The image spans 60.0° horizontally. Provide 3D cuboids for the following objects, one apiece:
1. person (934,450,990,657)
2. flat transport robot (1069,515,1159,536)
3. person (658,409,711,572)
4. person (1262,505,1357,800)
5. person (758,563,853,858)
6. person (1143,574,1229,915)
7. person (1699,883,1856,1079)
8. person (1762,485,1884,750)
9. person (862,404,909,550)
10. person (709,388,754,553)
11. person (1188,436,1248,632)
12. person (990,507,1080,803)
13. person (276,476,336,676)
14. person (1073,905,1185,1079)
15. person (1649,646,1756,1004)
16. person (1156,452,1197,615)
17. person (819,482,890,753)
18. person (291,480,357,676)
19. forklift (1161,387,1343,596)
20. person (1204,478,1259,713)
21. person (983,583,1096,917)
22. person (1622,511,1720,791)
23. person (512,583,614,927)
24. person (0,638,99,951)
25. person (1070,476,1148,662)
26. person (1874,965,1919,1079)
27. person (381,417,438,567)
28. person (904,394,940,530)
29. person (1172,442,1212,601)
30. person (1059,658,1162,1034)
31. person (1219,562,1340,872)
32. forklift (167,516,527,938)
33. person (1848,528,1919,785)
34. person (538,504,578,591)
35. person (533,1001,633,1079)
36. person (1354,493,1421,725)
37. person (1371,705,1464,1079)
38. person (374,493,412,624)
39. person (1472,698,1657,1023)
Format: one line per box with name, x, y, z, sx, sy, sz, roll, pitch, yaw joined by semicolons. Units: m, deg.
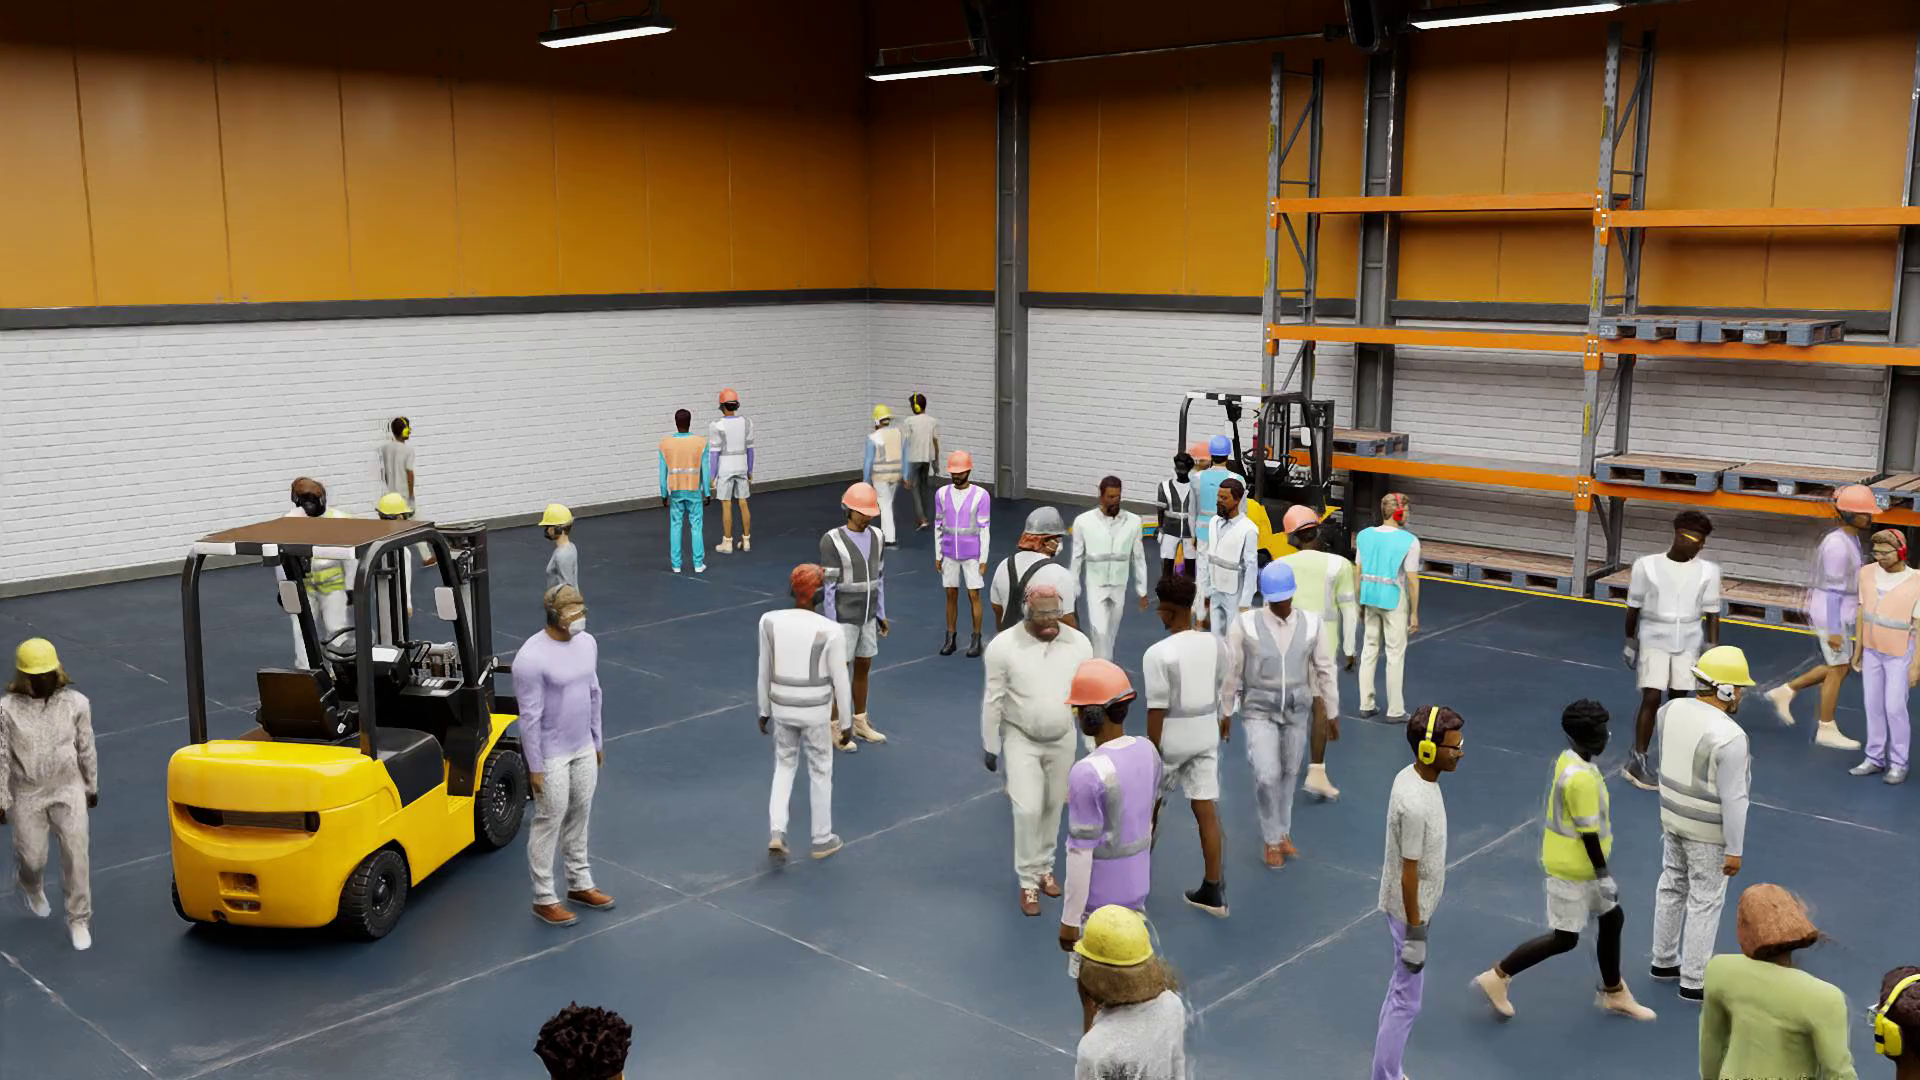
person;0.012;0.124;15.351;0.543;1.931;0.387;4;11;20
flat transport robot;2.211;-0.173;21.763;1.431;0.197;0.652;-2;10;-14
person;-3.198;-0.567;19.352;0.587;1.911;0.397;0;10;-2
person;2.406;0.771;11.598;0.651;1.978;0.960;4;11;20
person;-0.944;1.057;10.199;0.619;1.875;0.510;4;11;20
person;1.232;1.141;9.598;0.610;1.919;0.920;-6;11;-29
person;2.796;1.986;5.675;0.301;1.614;0.631;-5;11;-26
person;6.549;0.567;12.583;0.654;2.029;0.618;7;12;36
person;-1.007;-0.805;20.949;0.607;1.809;0.733;-8;13;-39
person;-2.843;-0.857;20.612;0.605;2.045;0.379;-7;12;-34
person;2.527;-0.048;16.270;0.612;1.950;0.377;6;12;30
person;0.569;0.770;11.362;0.535;2.000;0.684;-9;13;-42
person;-5.532;0.373;14.186;0.430;1.845;0.620;10;14;44
person;0.472;1.985;5.324;0.624;1.717;0.513;8;13;39
person;3.718;1.416;8.319;0.403;1.819;0.601;-2;10;-13
person;2.281;-0.069;17.116;0.536;1.694;0.322;1;10;6
person;-0.767;0.571;12.519;0.605;2.033;0.401;-10;14;-44
person;-5.412;0.402;14.075;0.660;1.833;0.446;-1;10;-3
forklift;3.298;-0.608;18.767;1.214;2.155;2.313;9;13;42
person;2.201;0.442;13.568;0.390;1.922;0.591;-5;11;-27
person;0.493;1.181;9.488;0.655;1.879;0.698;-3;10;-16
person;5.011;0.767;11.696;0.663;1.923;0.713;1;10;7
person;-2.221;1.186;9.320;0.379;1.933;0.630;5;11;27
person;-4.945;1.341;9.006;0.519;1.721;0.584;-7;12;-36
person;1.268;0.421;13.756;0.620;1.888;0.817;-3;10;-16
person;2.531;2.065;4.514;0.512;1.861;0.325;-2;10;-11
person;-6.498;-0.520;19.368;0.542;1.809;0.973;5;11;24
person;-0.540;-1.060;22.410;0.494;1.833;0.743;-6;12;-32
person;2.508;-0.208;17.788;0.573;1.728;0.578;-10;14;-44
person;0.610;1.511;7.180;0.412;2.033;0.613;7;12;35
person;1.950;1.058;10.088;0.716;1.901;0.631;-1;10;-6
forklift;-3.583;0.976;9.748;1.214;2.155;2.313;2;10;11
person;6.562;0.814;11.750;0.445;1.824;0.575;-4;11;-20
person;-3.147;0.590;13.166;0.318;1.767;0.534;-2;10;-10
person;-0.912;2.075;4.143;0.614;1.963;0.362;-10;14;-44
person;3.379;0.543;13.218;0.389;1.841;0.564;-9;13;-41
person;1.955;1.607;7.149;0.331;1.855;0.517;3;10;17
person;-4.649;0.492;13.724;0.318;1.769;0.522;-8;13;-37
person;2.958;1.551;8.045;0.808;1.643;0.523;4;11;22
